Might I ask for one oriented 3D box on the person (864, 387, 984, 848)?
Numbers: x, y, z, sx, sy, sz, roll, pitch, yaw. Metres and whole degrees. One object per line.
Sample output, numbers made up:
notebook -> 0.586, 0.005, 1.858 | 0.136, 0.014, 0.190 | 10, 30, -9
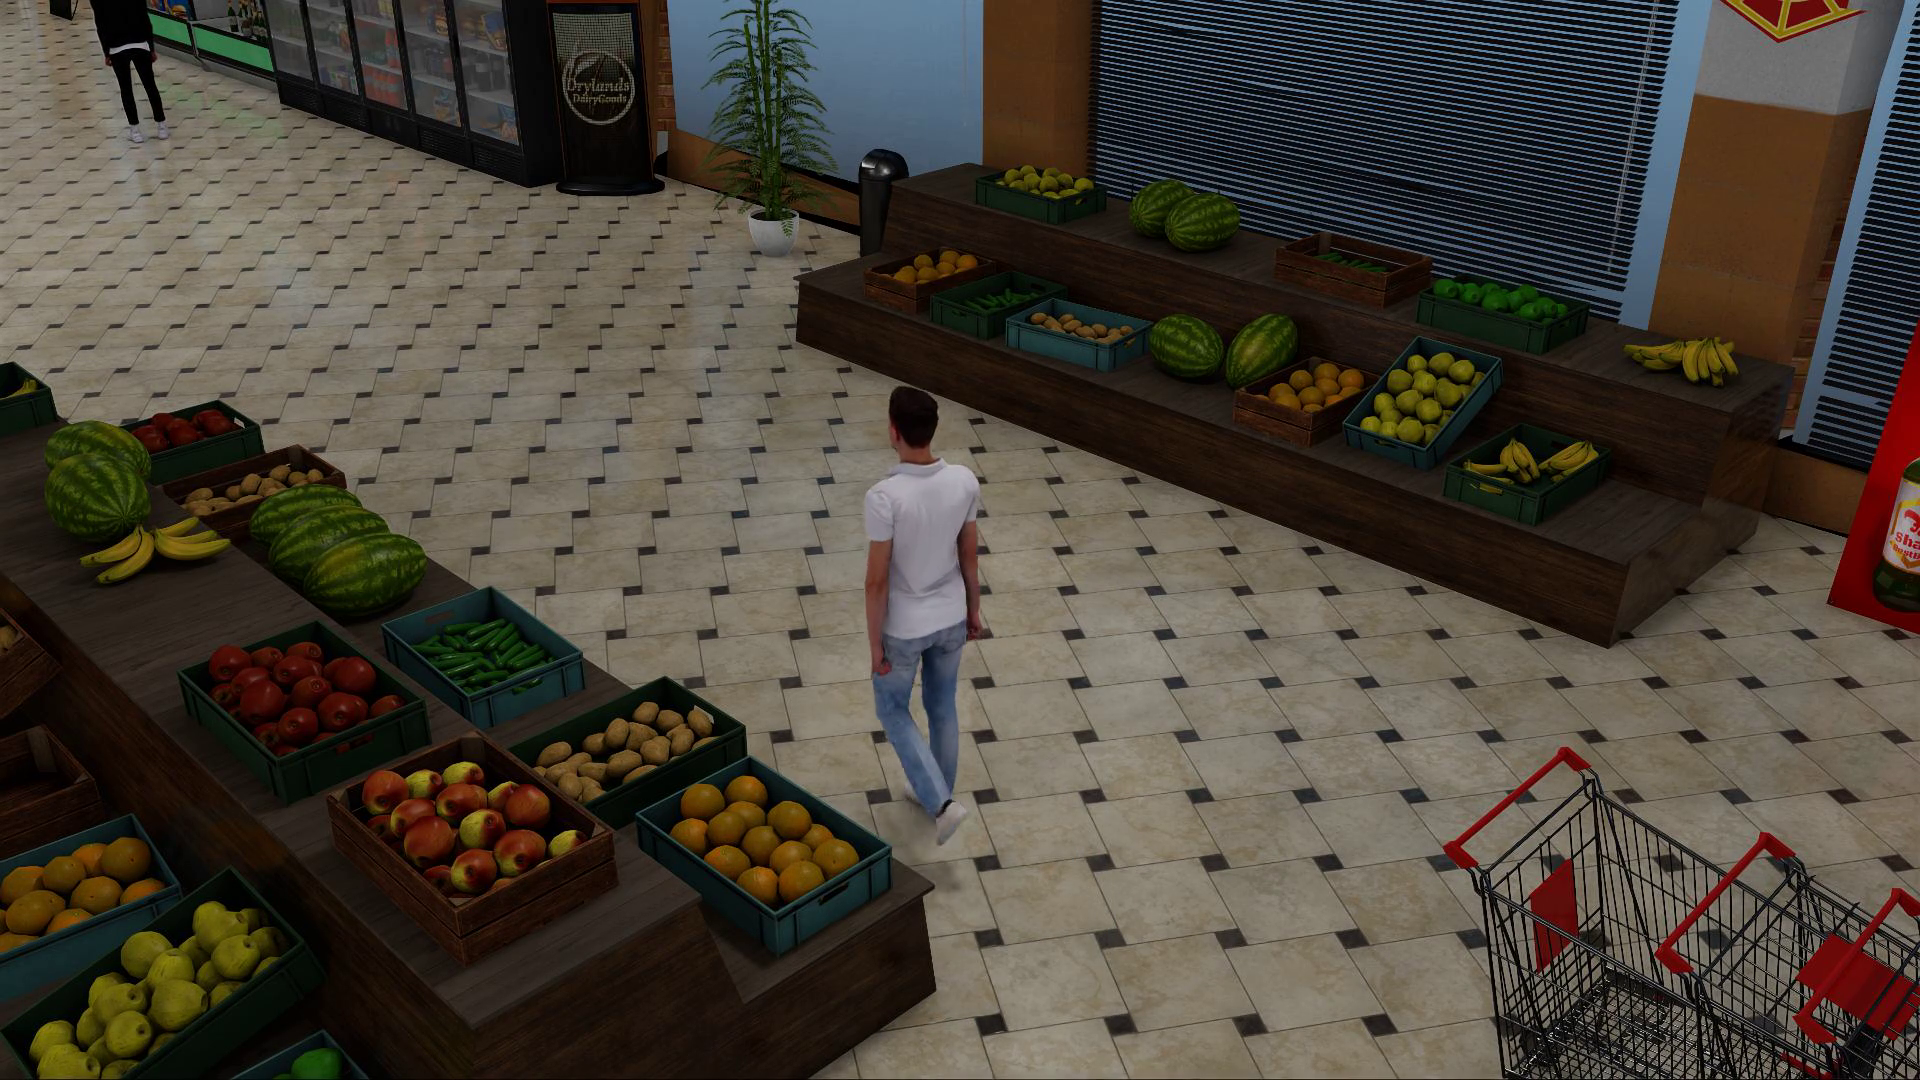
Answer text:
person -> -0.100, 0.348, 6.225 | 0.787, 1.837, 0.954 | -15, 31, -27

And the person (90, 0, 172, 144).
person -> -8.315, -4.920, 16.634 | 0.709, 1.818, 0.642 | -17, 32, -30
